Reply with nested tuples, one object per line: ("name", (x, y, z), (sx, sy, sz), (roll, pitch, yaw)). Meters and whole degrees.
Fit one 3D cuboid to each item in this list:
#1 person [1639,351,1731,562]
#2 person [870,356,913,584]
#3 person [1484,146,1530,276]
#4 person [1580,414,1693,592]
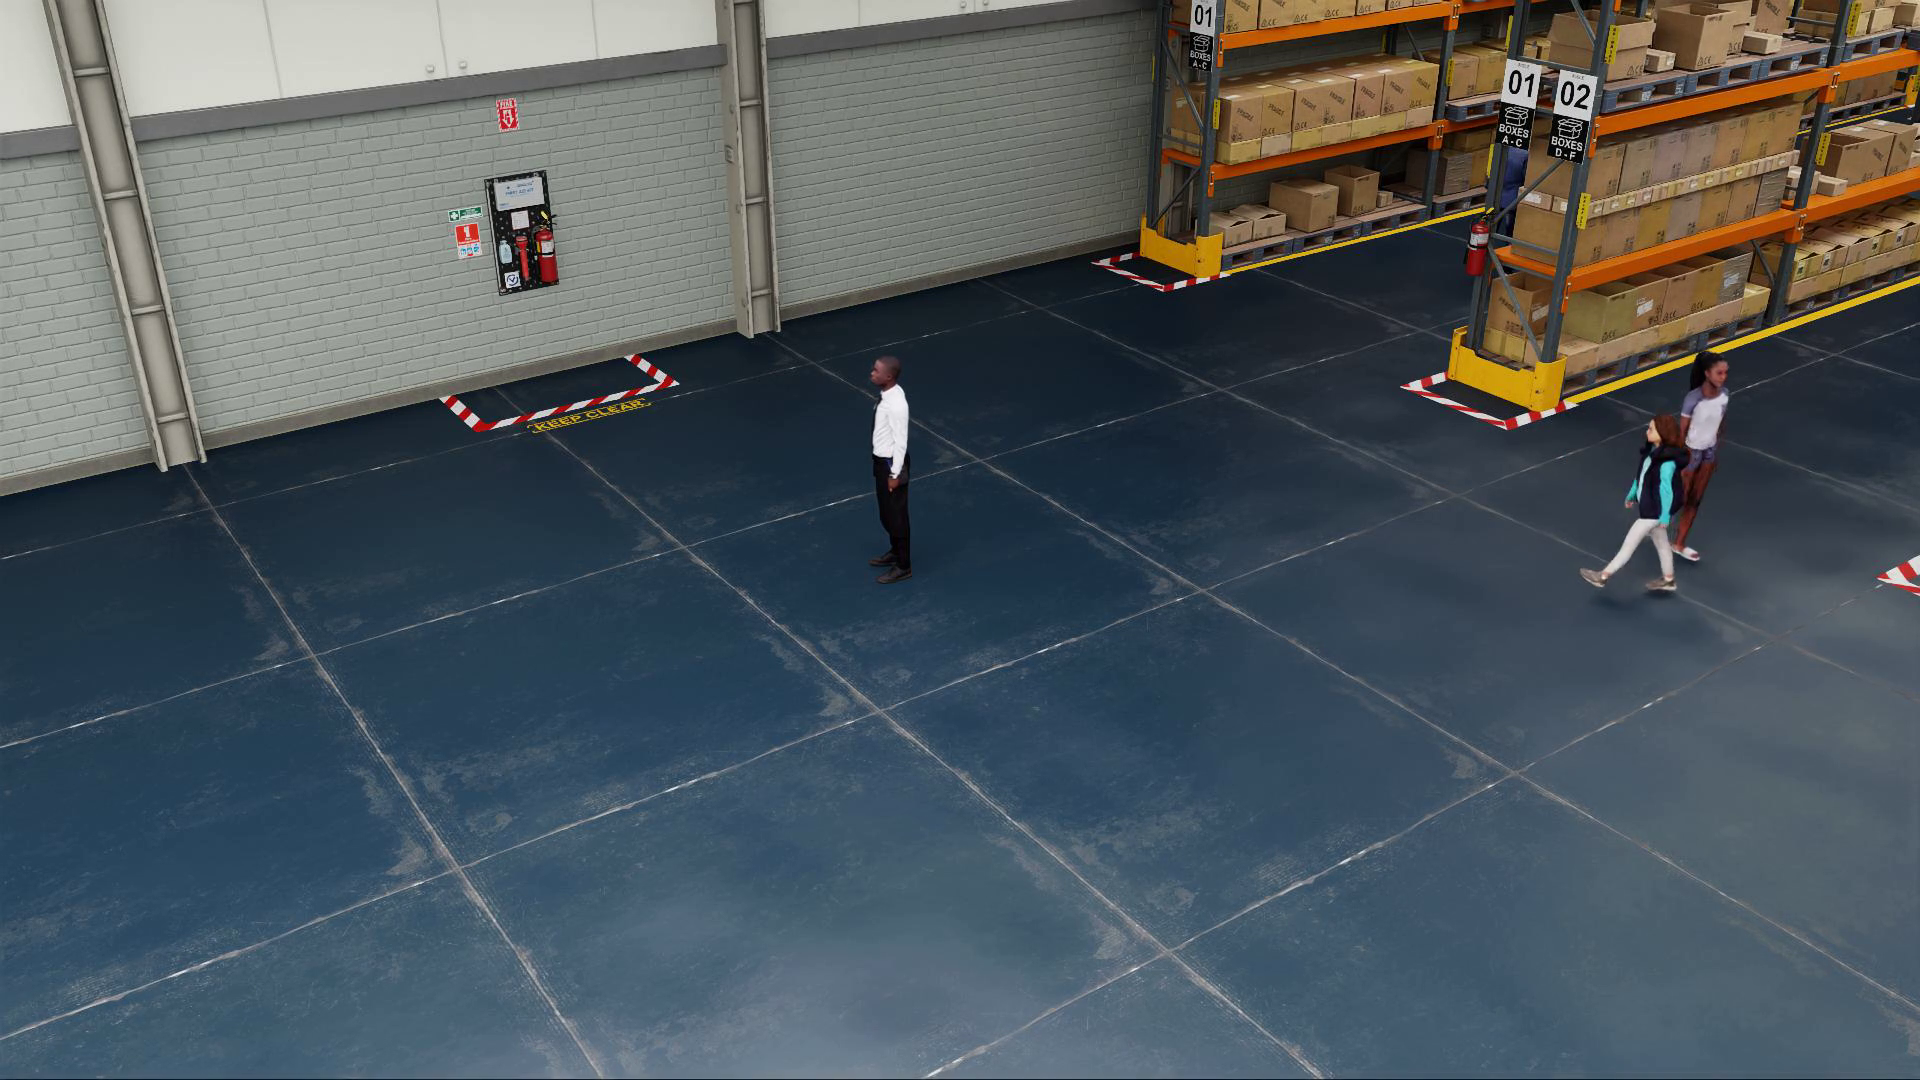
("person", (5.813, -0.703, 13.293), (0.825, 1.709, 0.757), (-11, 29, -20))
("person", (-0.518, -0.567, 12.891), (0.673, 1.837, 0.709), (-6, 28, -11))
("person", (6.399, -3.942, 19.457), (0.797, 1.826, 0.736), (17, 32, 29))
("person", (5.365, -0.244, 12.679), (1.011, 1.455, 0.964), (5, 28, 9))
